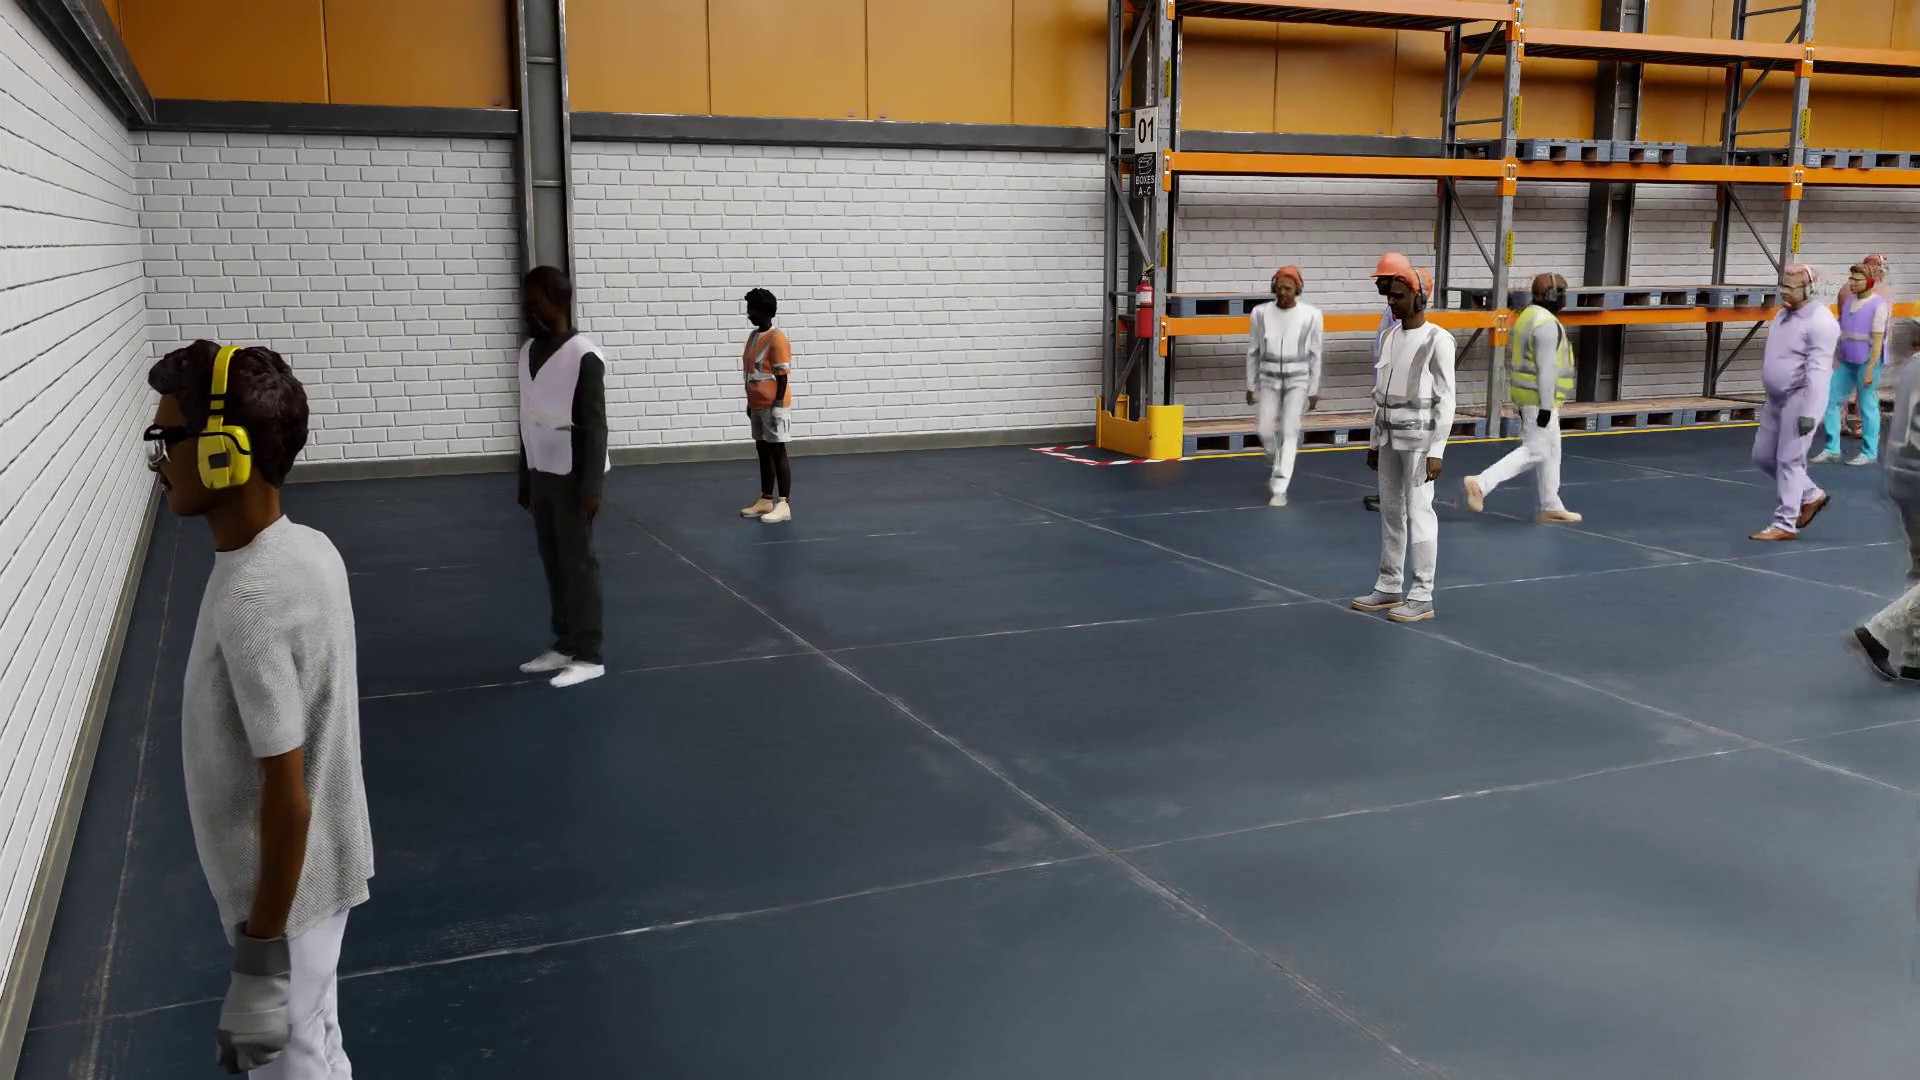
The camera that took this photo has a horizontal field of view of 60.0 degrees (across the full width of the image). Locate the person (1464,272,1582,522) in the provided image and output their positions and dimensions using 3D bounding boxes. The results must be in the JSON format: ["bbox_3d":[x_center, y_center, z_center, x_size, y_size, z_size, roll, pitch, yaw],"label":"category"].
[{"bbox_3d":[4.085,-1.011,11.948,0.796,1.815,0.629,1,10,8],"label":"person"}]

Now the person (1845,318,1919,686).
[{"bbox_3d":[4.347,-0.214,7.462,0.459,1.818,0.621,3,11,16],"label":"person"}]

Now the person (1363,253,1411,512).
[{"bbox_3d":[3.239,-1.178,12.506,0.373,1.939,0.545,3,10,14],"label":"person"}]

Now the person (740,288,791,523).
[{"bbox_3d":[-1.404,-0.976,12.068,0.321,1.692,0.529,-6,12,-31],"label":"person"}]

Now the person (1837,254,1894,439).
[{"bbox_3d":[9.328,-1.986,17.126,0.403,1.900,0.641,-4,11,-19],"label":"person"}]

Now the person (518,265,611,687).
[{"bbox_3d":[-1.827,-0.298,7.665,0.593,1.918,0.371,10,14,44],"label":"person"}]

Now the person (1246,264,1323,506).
[{"bbox_3d":[2.506,-1.194,12.835,0.589,1.860,0.574,4,11,22],"label":"person"}]

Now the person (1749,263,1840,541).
[{"bbox_3d":[5.670,-0.919,11.225,0.521,1.885,0.647,0,10,-3],"label":"person"}]

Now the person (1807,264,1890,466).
[{"bbox_3d":[8.006,-1.559,14.941,0.727,1.818,0.590,-1,10,-6],"label":"person"}]

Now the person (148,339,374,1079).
[{"bbox_3d":[-1.136,0.611,2.734,0.323,1.871,0.530,-3,11,-15],"label":"person"}]

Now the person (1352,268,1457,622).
[{"bbox_3d":[2.394,-0.509,8.933,0.345,1.882,0.584,-4,11,-23],"label":"person"}]
